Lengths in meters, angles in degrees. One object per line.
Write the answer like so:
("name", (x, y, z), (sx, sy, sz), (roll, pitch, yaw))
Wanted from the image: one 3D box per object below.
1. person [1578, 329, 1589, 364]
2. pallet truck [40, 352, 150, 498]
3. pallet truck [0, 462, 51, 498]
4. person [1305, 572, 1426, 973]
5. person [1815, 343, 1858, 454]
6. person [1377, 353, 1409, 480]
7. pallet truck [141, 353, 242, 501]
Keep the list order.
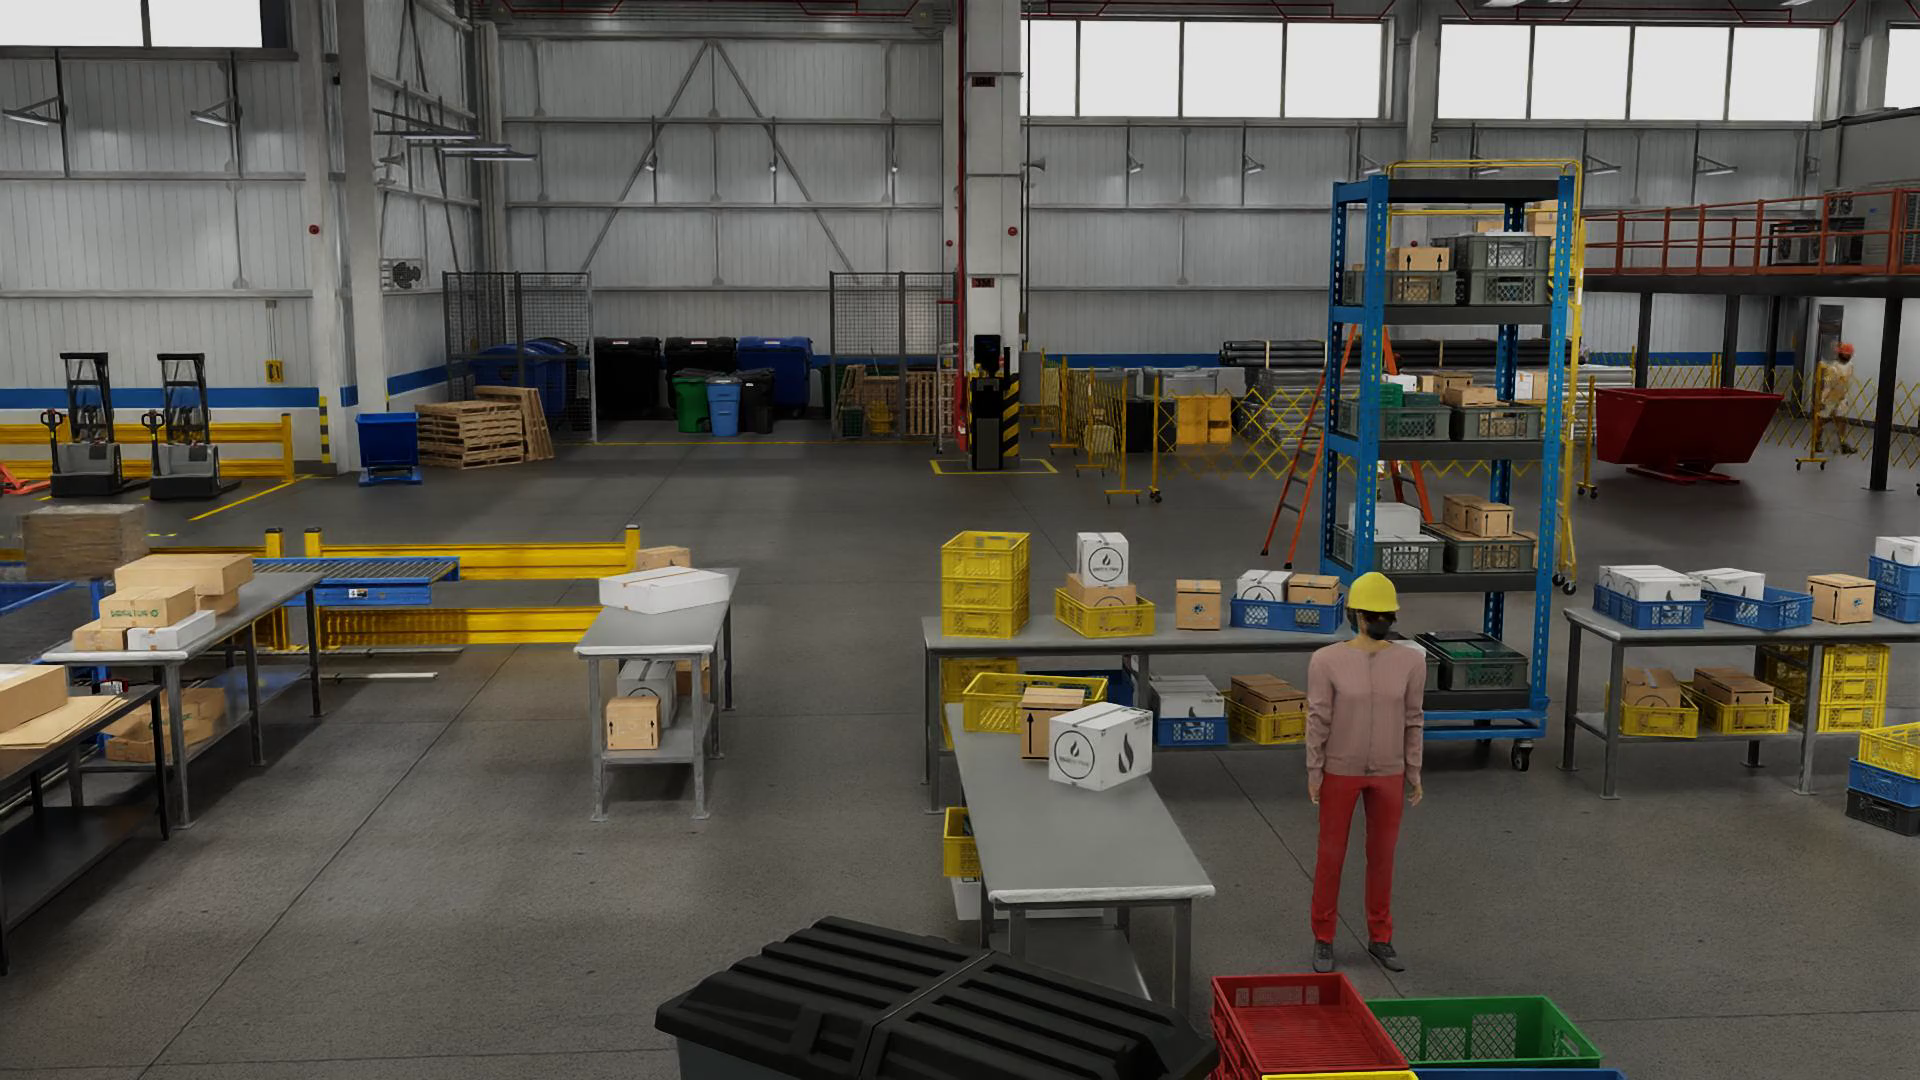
("person", (12.957, -3.498, 35.039), (0.591, 1.927, 0.366), (-1, 9, -4))
("pallet truck", (-11.907, -1.642, 23.165), (0.823, 1.965, 1.885), (0, 9, 0))
("pallet truck", (-13.193, -1.293, 23.148), (0.653, 1.274, 1.630), (-1, 9, -4))
("person", (1.757, 1.009, 7.229), (0.530, 1.772, 0.303), (-1, 9, -4))
("person", (14.920, -2.387, 28.255), (0.573, 1.888, 0.811), (-2, 9, -15))
("person", (6.394, -1.815, 24.604), (0.580, 1.884, 0.352), (-1, 9, -4))
("pallet truck", (-10.520, -1.604, 22.925), (0.823, 1.965, 1.885), (-1, 9, -6))
